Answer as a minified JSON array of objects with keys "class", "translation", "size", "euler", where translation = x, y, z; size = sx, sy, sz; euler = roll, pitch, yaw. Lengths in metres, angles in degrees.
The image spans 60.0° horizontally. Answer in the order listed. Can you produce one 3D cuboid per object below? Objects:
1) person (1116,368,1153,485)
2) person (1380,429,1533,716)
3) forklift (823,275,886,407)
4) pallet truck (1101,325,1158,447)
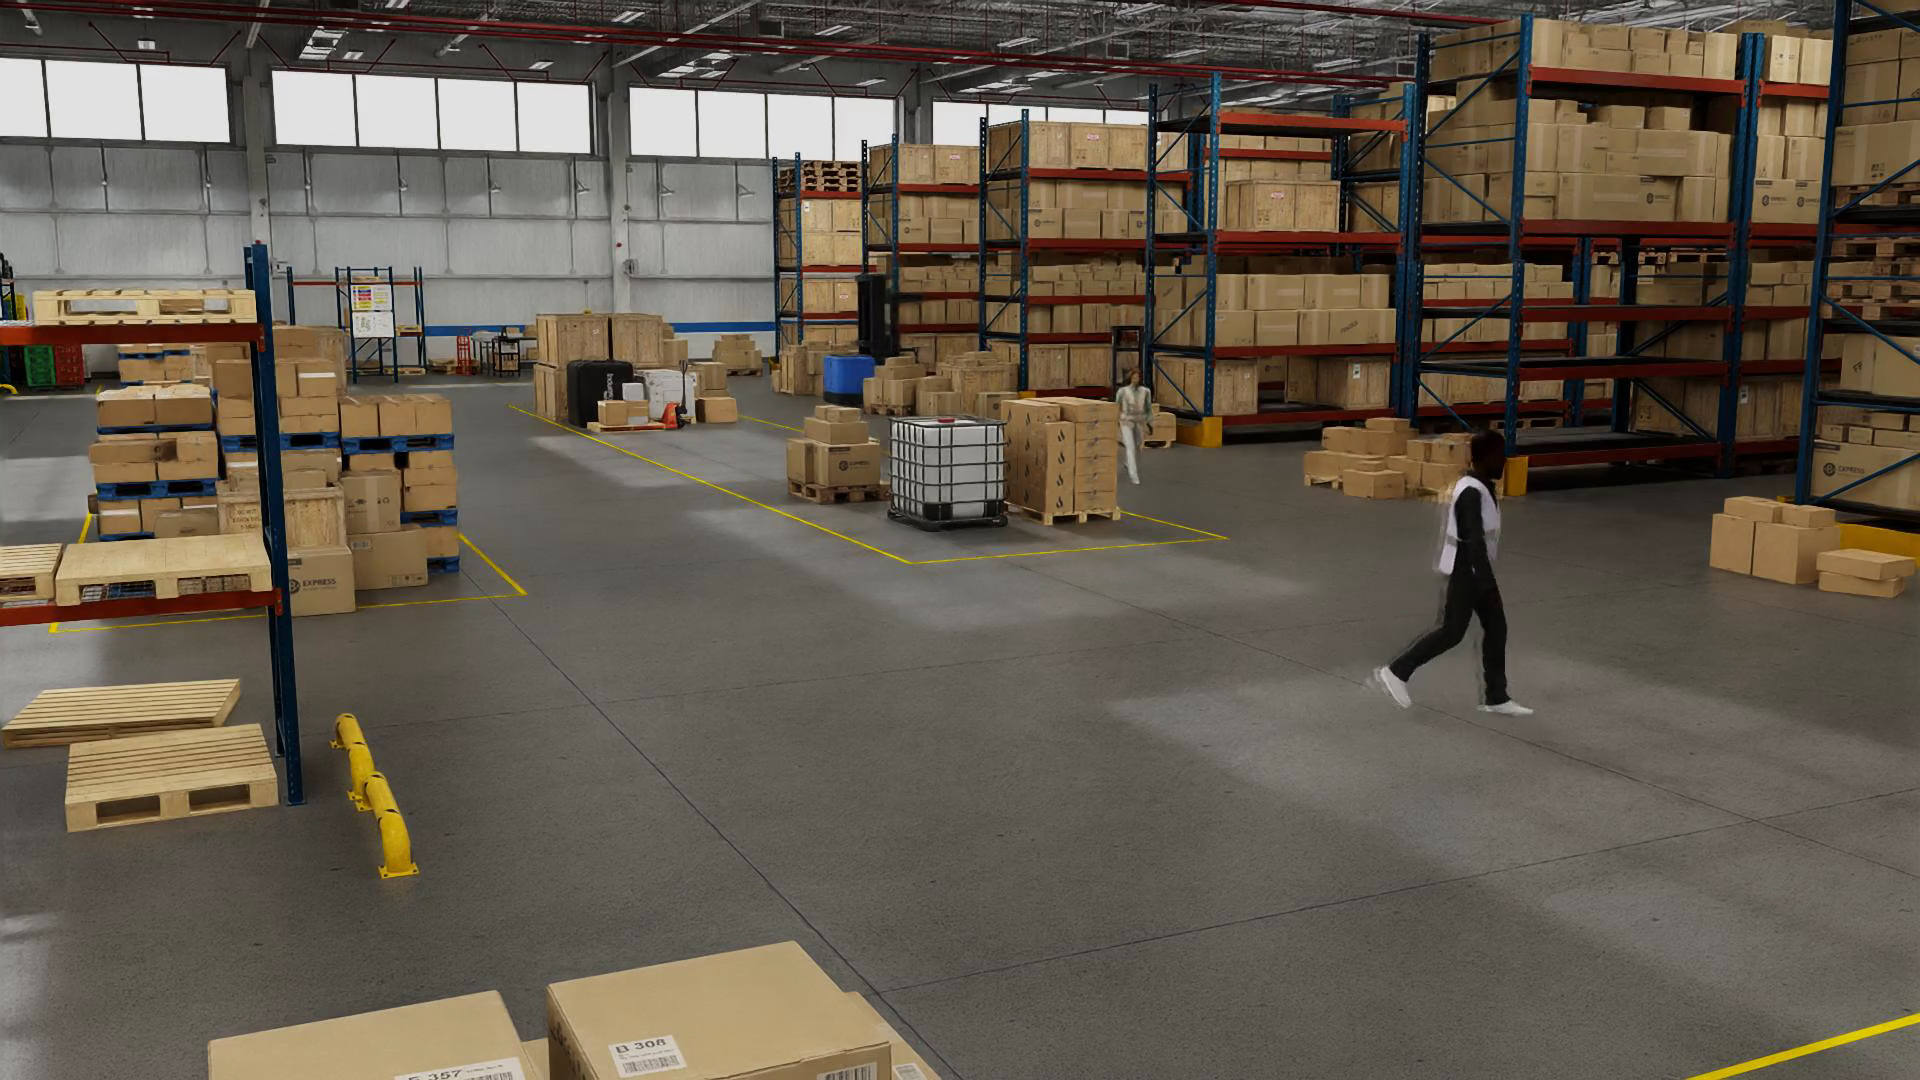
[{"class":"person","translation":[2.367,-1.582,22.898],"size":[0.523,1.596,0.858],"euler":[-2,9,-15]},{"class":"person","translation":[3.286,0.205,10.904],"size":[0.904,1.891,0.585],"euler":[5,11,30]},{"class":"forklift","translation":[-1.940,-4.326,35.927],"size":[1.873,2.768,1.129],"euler":[-4,10,-25]},{"class":"pallet truck","translation":[2.881,-2.596,27.923],"size":[0.823,1.965,1.885],"euler":[-1,9,-7]}]
